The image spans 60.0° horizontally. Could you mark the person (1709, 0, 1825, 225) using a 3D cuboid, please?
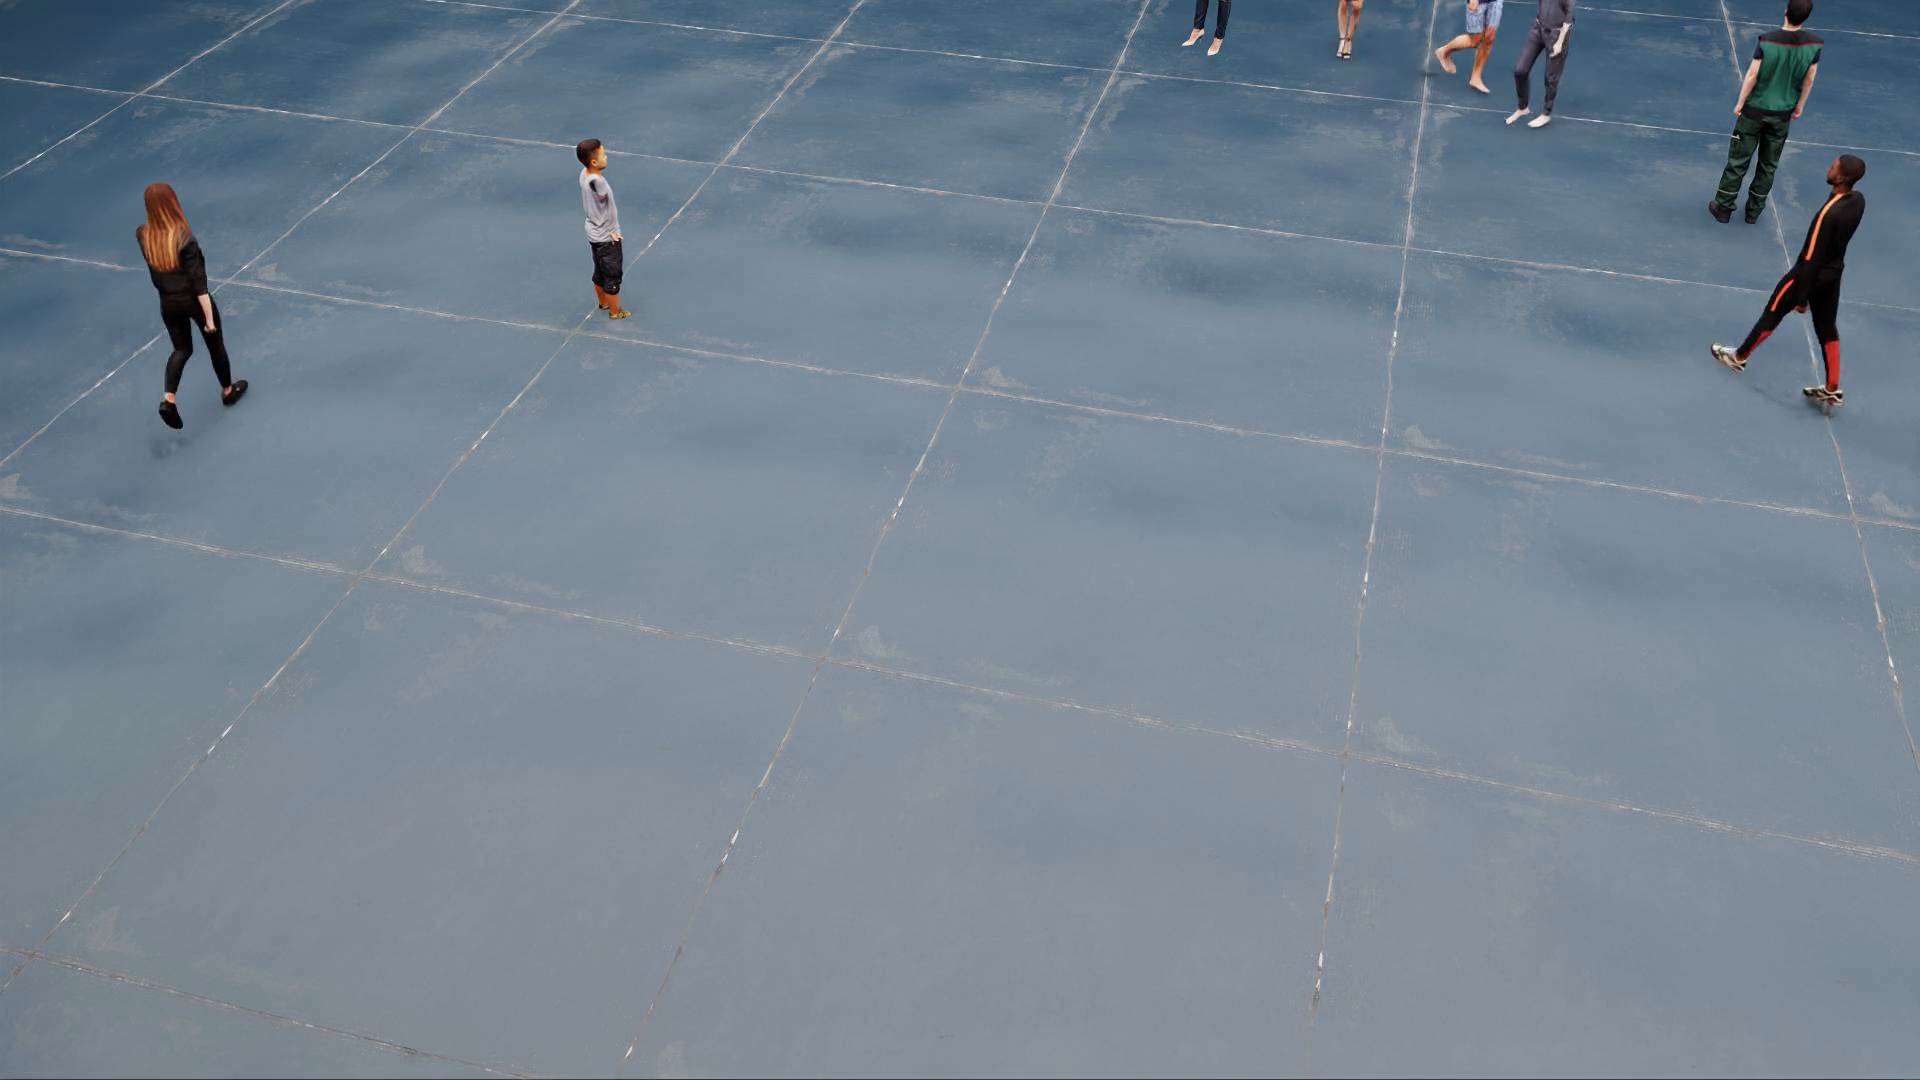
[{"bbox_3d":[6.542,-3.483,13.465,0.690,1.901,0.606,5,38,6],"label":"person"}]

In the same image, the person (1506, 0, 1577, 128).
[{"bbox_3d":[5.384,-4.569,14.979,0.837,1.747,0.778,-24,44,-27],"label":"person"}]

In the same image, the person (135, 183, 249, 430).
[{"bbox_3d":[-5.249,-1.537,11.147,0.650,1.693,1.016,7,39,9],"label":"person"}]

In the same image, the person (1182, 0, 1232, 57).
[{"bbox_3d":[2.356,-5.438,15.467,0.822,1.783,0.750,32,48,34],"label":"person"}]

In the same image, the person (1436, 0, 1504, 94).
[{"bbox_3d":[4.887,-5.139,15.654,0.924,1.813,0.988,-23,44,-27],"label":"person"}]

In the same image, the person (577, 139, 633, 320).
[{"bbox_3d":[-2.668,-2.357,12.388,0.696,1.456,0.646,-22,43,-25],"label":"person"}]

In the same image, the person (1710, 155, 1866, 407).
[{"bbox_3d":[5.920,-1.731,11.340,1.177,1.761,1.230,-20,42,-24],"label":"person"}]
